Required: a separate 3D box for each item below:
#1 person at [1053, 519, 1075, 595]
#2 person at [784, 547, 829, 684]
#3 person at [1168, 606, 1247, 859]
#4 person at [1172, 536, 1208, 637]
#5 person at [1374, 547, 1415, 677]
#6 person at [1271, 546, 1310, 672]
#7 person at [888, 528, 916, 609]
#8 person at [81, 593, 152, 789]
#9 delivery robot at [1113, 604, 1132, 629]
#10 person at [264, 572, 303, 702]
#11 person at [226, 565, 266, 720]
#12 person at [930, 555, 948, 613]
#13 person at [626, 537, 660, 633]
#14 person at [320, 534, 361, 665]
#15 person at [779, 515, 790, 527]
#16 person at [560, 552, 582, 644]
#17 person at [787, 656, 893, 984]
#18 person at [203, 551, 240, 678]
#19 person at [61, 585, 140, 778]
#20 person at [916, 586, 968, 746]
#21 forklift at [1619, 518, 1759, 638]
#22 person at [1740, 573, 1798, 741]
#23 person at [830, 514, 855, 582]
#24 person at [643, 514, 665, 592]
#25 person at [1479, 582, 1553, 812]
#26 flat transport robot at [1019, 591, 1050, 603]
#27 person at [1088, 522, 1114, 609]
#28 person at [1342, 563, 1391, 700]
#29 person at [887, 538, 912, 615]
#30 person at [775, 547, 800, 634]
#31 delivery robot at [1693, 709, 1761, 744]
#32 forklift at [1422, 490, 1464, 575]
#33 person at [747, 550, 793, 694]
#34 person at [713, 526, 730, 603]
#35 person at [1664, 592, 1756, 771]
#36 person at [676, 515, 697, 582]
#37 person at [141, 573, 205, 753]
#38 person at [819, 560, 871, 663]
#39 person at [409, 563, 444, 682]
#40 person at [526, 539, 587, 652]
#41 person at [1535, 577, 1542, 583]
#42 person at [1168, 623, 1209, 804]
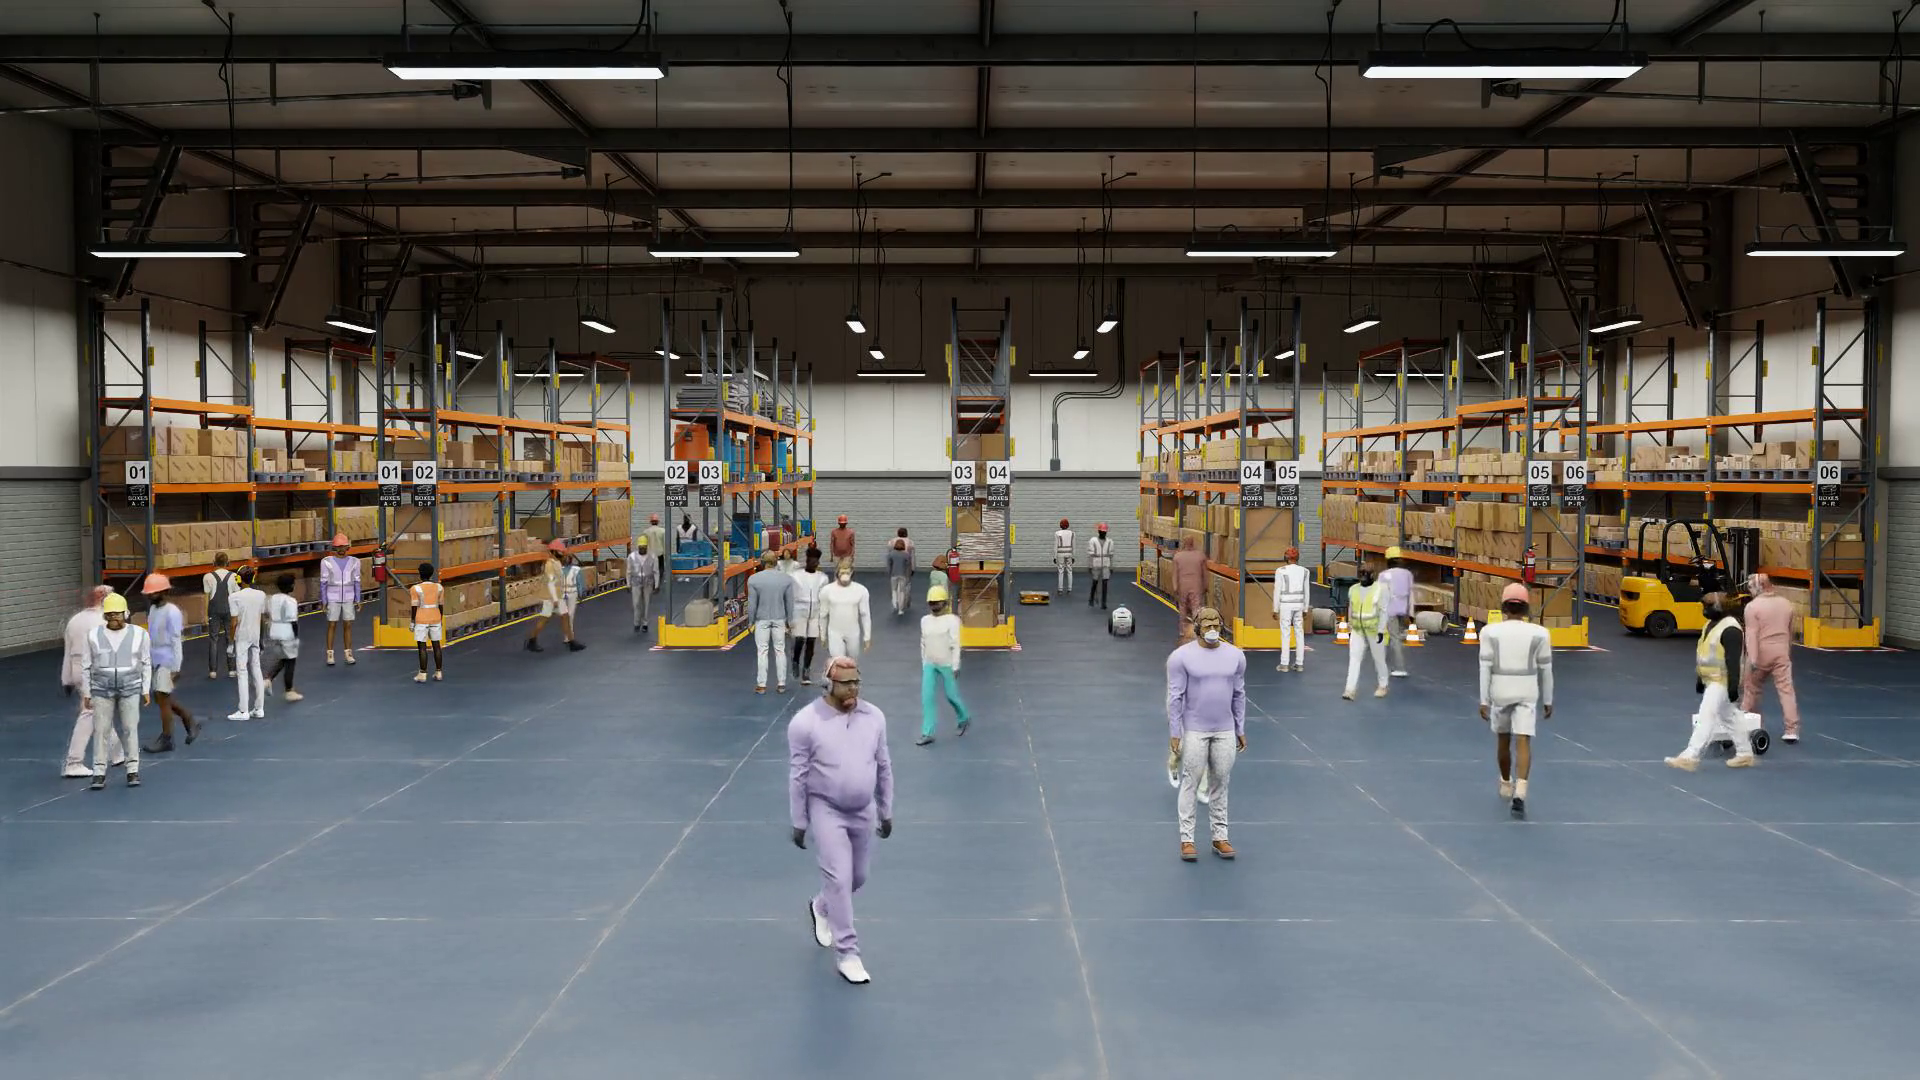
[{"bbox_3d":[2.592,0.412,40.026,0.579,1.882,0.341,-1,2,-23],"label":"person"},{"bbox_3d":[-2.150,1.063,22.803,0.641,1.942,0.419,-1,2,-23],"label":"person"},{"bbox_3d":[1.913,1.477,12.454,0.637,1.938,0.357,0,2,-12],"label":"person"},{"bbox_3d":[4.164,0.849,29.219,0.647,1.869,0.942,0,2,7],"label":"person"},{"bbox_3d":[6.324,1.049,23.822,0.612,1.884,0.925,-1,2,-24],"label":"person"},{"bbox_3d":[4.983,1.035,24.300,0.594,1.881,0.344,-1,2,-18],"label":"person"},{"bbox_3d":[-1.288,0.623,35.783,0.623,1.791,0.932,0,2,1],"label":"person"},{"bbox_3d":[-7.980,1.417,15.284,0.592,1.833,0.404,-1,3,-26],"label":"person"},{"bbox_3d":[3.011,1.437,30.008,0.477,0.478,0.707,0,2,4],"label":"delivery robot"},{"bbox_3d":[-8.781,1.262,20.950,0.556,1.685,0.411,2,3,34],"label":"person"},{"bbox_3d":[-8.632,1.231,19.514,0.328,1.872,0.513,1,3,27],"label":"person"},{"bbox_3d":[-0.340,1.063,26.777,0.271,1.627,0.503,-1,3,-31],"label":"person"},{"bbox_3d":[-5.926,0.842,30.161,0.626,1.792,0.873,0,2,-10],"label":"person"},{"bbox_3d":[-9.649,0.920,25.180,0.605,2.045,0.383,-1,3,-32],"label":"person"},{"bbox_3d":[-4.835,0.212,45.580,0.775,1.845,0.515,2,3,42],"label":"person"},{"bbox_3d":[-6.941,0.997,28.573,0.520,1.604,0.813,0,2,0],"label":"person"},{"bbox_3d":[-0.726,1.620,9.700,0.653,1.877,0.870,-1,3,-32],"label":"person"},{"bbox_3d":[-10.764,1.087,23.559,0.505,1.840,0.329,-1,3,-29],"label":"person"},{"bbox_3d":[-8.455,1.378,15.967,0.658,1.855,0.972,1,3,27],"label":"person"},{"bbox_3d":[-0.182,1.364,17.899,0.531,1.742,0.797,1,3,31],"label":"person"},{"bbox_3d":[13.417,0.684,29.791,2.313,2.155,1.214,0,2,0],"label":"forklift"},{"bbox_3d":[9.033,1.297,18.067,0.736,1.844,0.992,0,2,-10],"label":"person"},{"bbox_3d":[-2.905,0.364,39.856,0.610,1.991,0.389,0,2,1],"label":"person"},{"bbox_3d":[-7.726,0.327,40.950,0.640,1.972,0.459,0,2,-1],"label":"person"},{"bbox_3d":[4.930,1.375,14.331,0.623,2.004,1.020,1,2,17],"label":"person"},{"bbox_3d":[1.727,1.324,37.526,0.652,0.197,1.431,0,2,0],"label":"flat transport robot"},{"bbox_3d":[3.116,0.559,35.798,0.591,1.916,0.558,0,2,-3],"label":"person"},{"bbox_3d":[5.381,1.203,21.299,0.623,1.796,0.994,2,3,38],"label":"person"},{"bbox_3d":[-1.275,0.774,34.112,0.521,1.617,0.354,0,2,8],"label":"person"},{"bbox_3d":[-3.231,0.925,30.231,0.532,1.619,0.579,0,2,6],"label":"person"},{"bbox_3d":[8.122,1.949,17.110,0.707,0.478,0.477,-1,2,-24],"label":"delivery robot"},{"bbox_3d":[13.926,-0.371,47.846,1.873,2.768,1.129,0,2,0],"label":"forklift"},{"bbox_3d":[-2.572,1.104,21.859,0.635,1.937,0.360,-1,2,-19],"label":"person"},{"bbox_3d":[-5.567,0.561,37.346,0.611,1.787,0.577,1,2,21],"label":"person"},{"bbox_3d":[7.571,1.410,16.201,0.940,1.778,0.651,0,2,8],"label":"person"},{"bbox_3d":[-7.577,0.226,44.645,0.607,1.875,0.856,0,2,2],"label":"person"},{"bbox_3d":[-8.480,1.300,17.359,0.576,1.927,0.599,2,3,39],"label":"person"},{"bbox_3d":[-1.451,1.189,20.285,0.641,1.907,0.943,0,2,-8],"label":"person"},{"bbox_3d":[-7.624,1.174,23.084,0.317,1.695,0.540,2,3,40],"label":"person"},{"bbox_3d":[-6.792,0.931,26.955,1.007,1.889,0.564,0,2,7],"label":"person"},{"bbox_3d":[12.965,0.625,36.489,0.320,1.737,0.483,-1,3,-26],"label":"person"},{"bbox_3d":[2.115,1.549,14.701,0.503,1.613,0.582,-1,2,-14],"label":"person"}]
